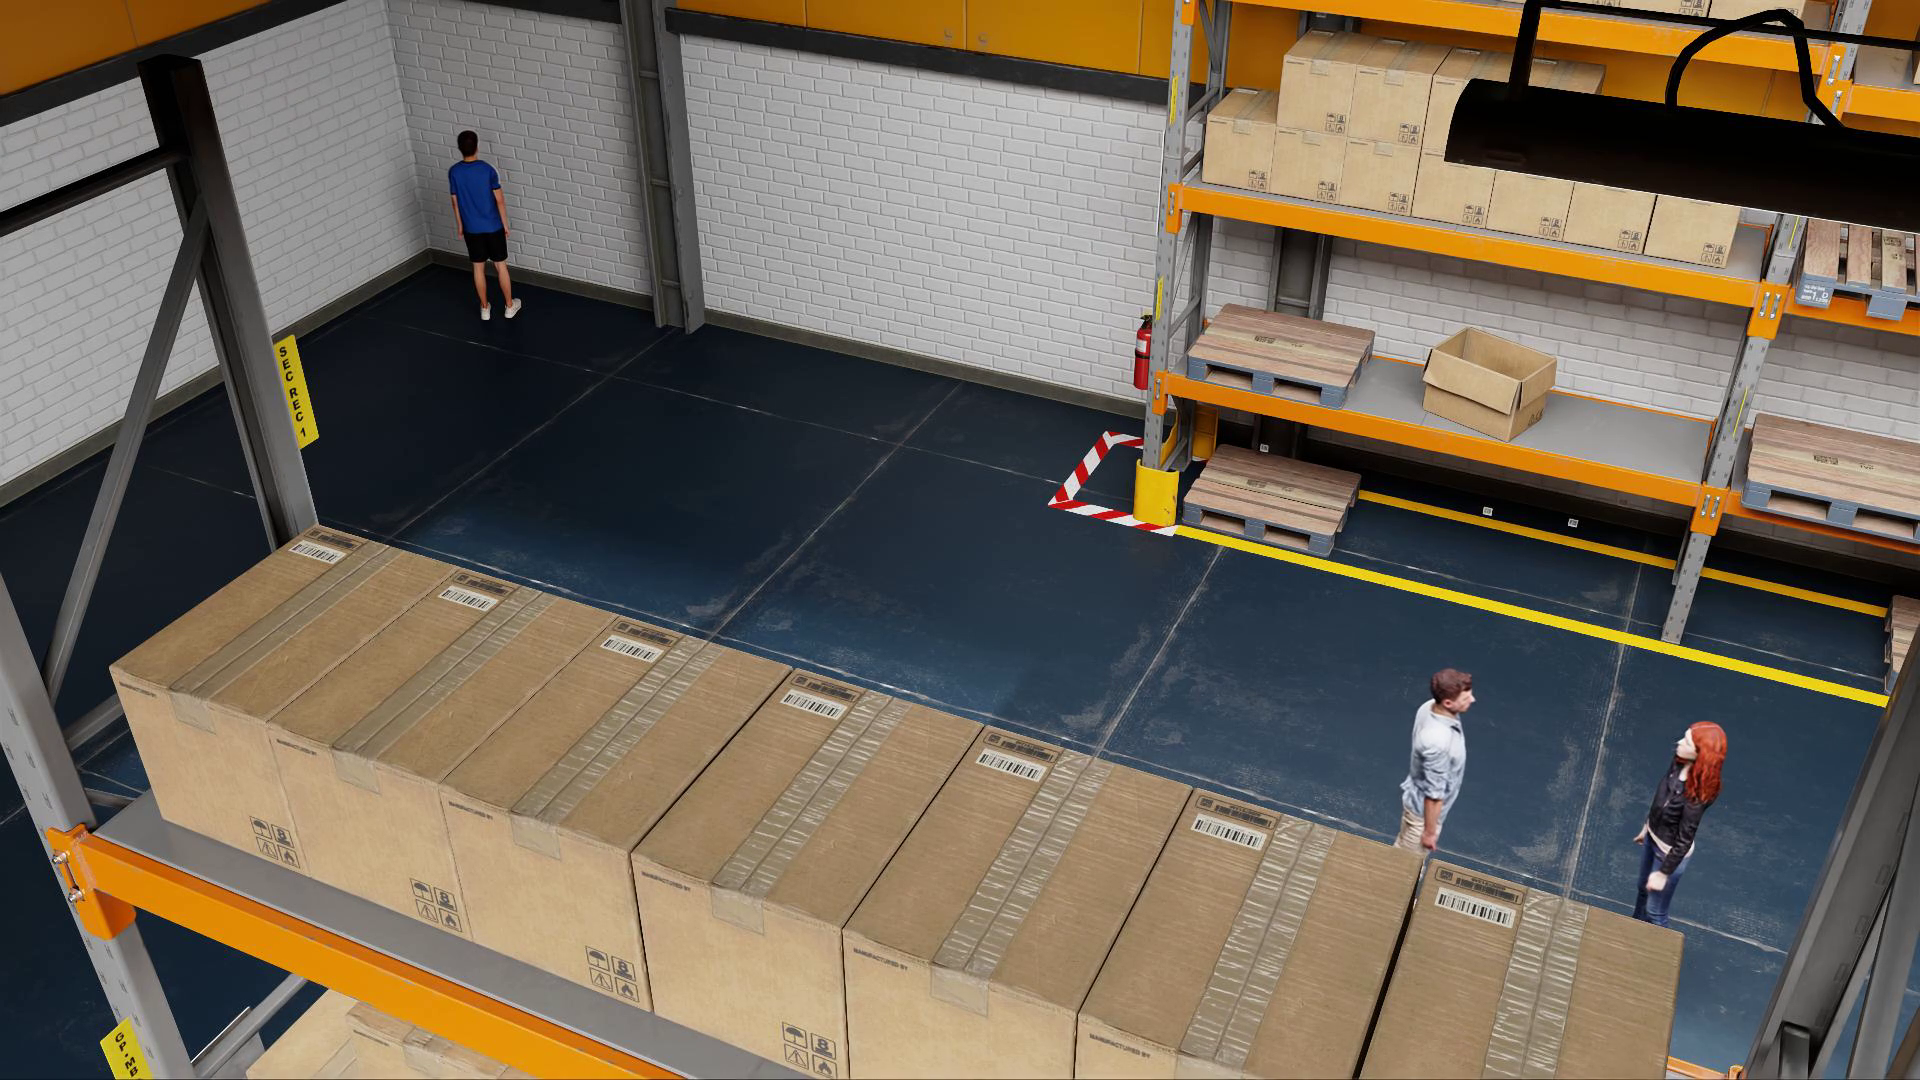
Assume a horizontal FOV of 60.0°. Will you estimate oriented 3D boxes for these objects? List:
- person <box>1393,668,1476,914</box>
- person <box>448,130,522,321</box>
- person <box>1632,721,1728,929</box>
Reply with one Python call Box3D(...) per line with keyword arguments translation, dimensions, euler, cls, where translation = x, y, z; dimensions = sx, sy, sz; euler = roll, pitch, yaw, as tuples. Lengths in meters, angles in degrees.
Box3D(translation=(2.580, 1.459, 9.236), dimensions=(0.626, 1.847, 0.692), euler=(7, 34, 11), cls="person")
Box3D(translation=(-4.592, -3.025, 15.966), dimensions=(0.698, 1.865, 0.797), euler=(-4, 34, -6), cls="person")
Box3D(translation=(3.797, 1.678, 8.960), dimensions=(0.639, 1.787, 0.637), euler=(4, 34, 6), cls="person")
